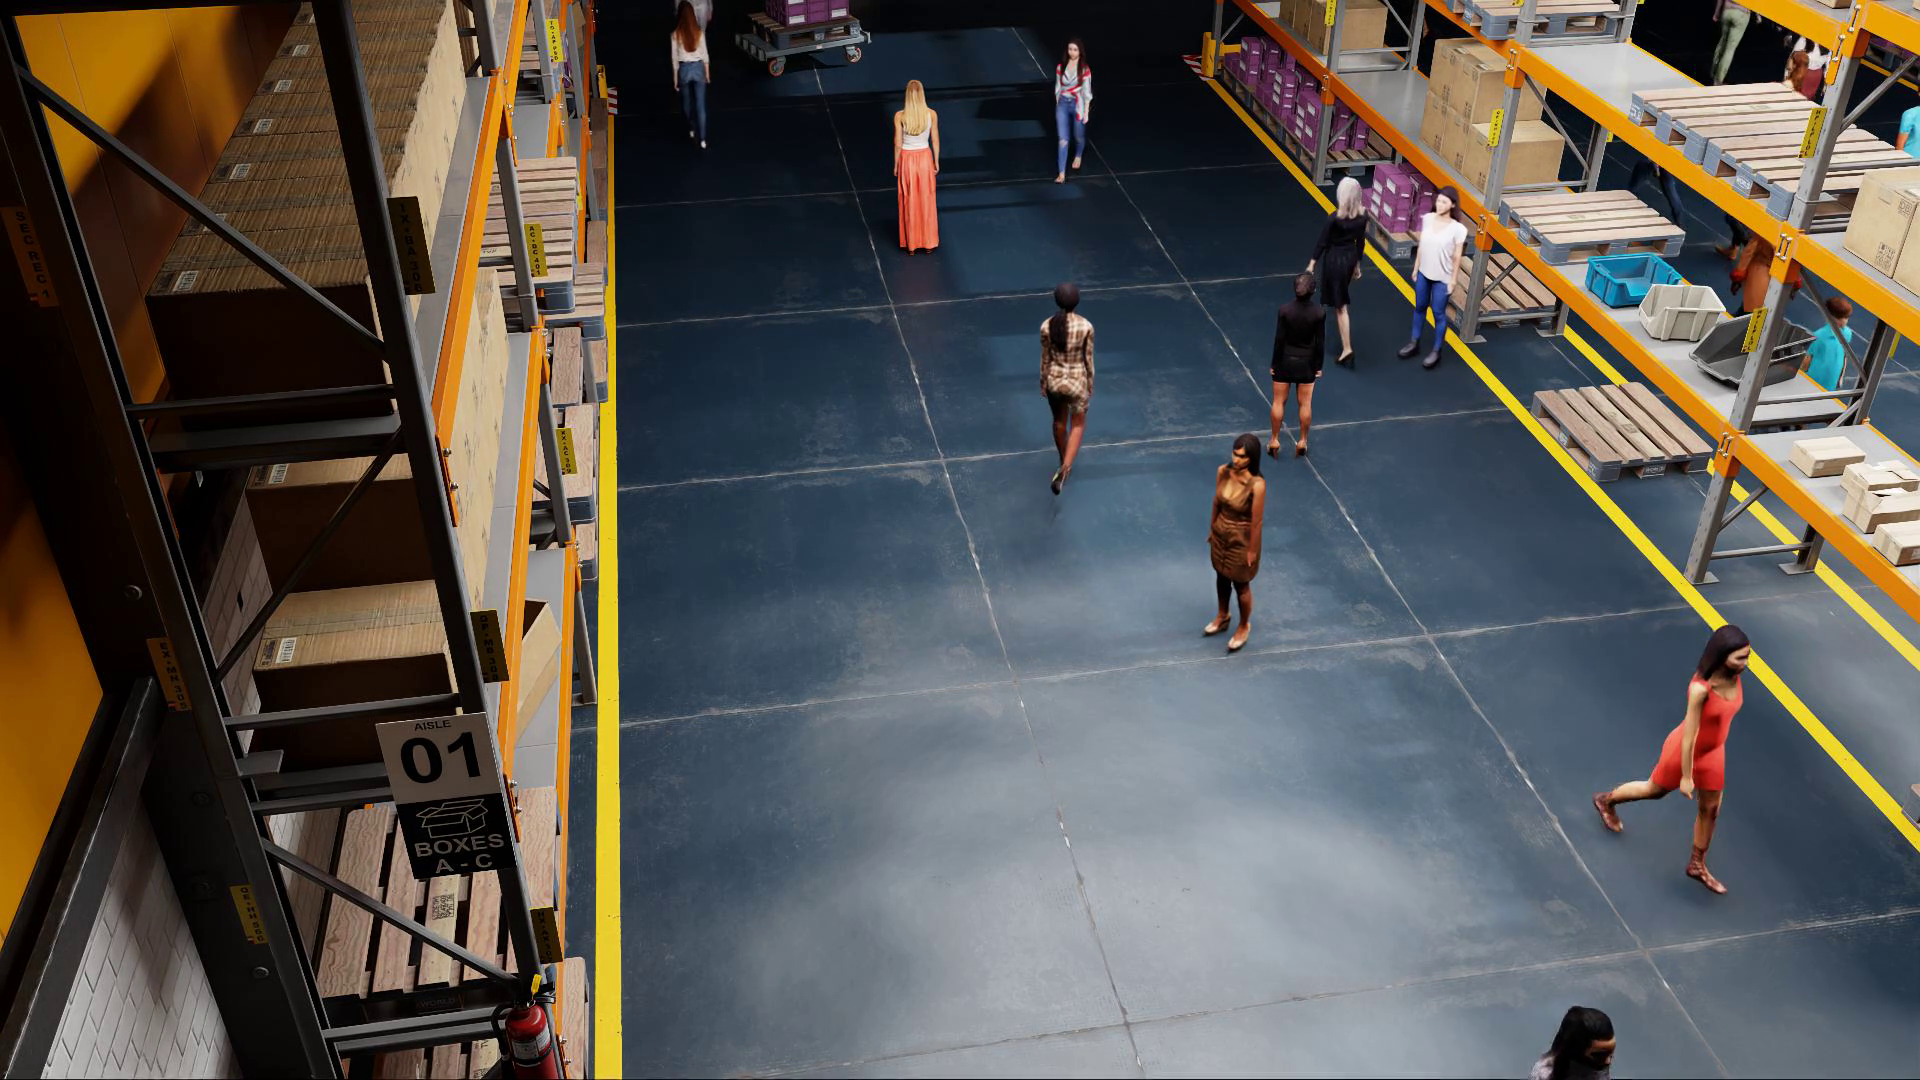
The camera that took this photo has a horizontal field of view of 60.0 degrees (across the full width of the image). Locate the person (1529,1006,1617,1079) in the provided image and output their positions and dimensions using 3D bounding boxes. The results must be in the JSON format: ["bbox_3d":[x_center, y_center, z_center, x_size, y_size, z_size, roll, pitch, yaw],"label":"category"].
[{"bbox_3d":[2.549,2.607,7.372,0.673,1.721,0.671,-11,35,-16],"label":"person"}]

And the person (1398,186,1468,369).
[{"bbox_3d":[4.260,-2.355,14.876,0.747,1.679,0.628,-24,40,-31],"label":"person"}]

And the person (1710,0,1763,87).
[{"bbox_3d":[9.829,-6.637,21.164,0.941,1.849,0.889,-24,41,-32],"label":"person"}]

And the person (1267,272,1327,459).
[{"bbox_3d":[2.720,-1.408,13.487,0.651,1.640,0.688,4,34,6],"label":"person"}]

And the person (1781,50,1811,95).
[{"bbox_3d":[9.051,-4.502,18.201,1.138,1.574,1.040,24,40,31],"label":"person"}]

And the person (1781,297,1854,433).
[{"bbox_3d":[6.976,-1.336,13.565,0.554,1.433,0.827,-7,34,-11],"label":"person"}]

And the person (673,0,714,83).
[{"bbox_3d":[-3.379,-6.764,21.450,0.760,1.744,0.993,-16,37,-23],"label":"person"}]

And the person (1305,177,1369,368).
[{"bbox_3d":[3.432,-2.350,14.836,0.822,1.714,1.134,-18,38,-25],"label":"person"}]

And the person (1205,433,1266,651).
[{"bbox_3d":[1.882,0.003,11.325,0.704,1.683,0.600,-24,40,-31],"label":"person"}]

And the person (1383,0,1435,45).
[{"bbox_3d":[6.134,-7.573,22.606,0.854,1.813,1.173,2,34,3],"label":"person"}]

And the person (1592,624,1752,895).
[{"bbox_3d":[4.115,1.188,9.542,0.917,1.684,1.200,-21,39,-28],"label":"person"}]

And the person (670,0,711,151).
[{"bbox_3d":[-3.120,-5.377,19.410,0.582,1.692,1.121,-5,34,-8],"label":"person"}]

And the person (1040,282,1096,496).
[{"bbox_3d":[0.834,-1.144,12.969,0.822,1.773,1.048,6,34,10],"label":"person"}]

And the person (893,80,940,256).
[{"bbox_3d":[-0.450,-3.786,16.918,0.625,1.802,0.567,-5,34,-7],"label":"person"}]

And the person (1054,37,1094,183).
[{"bbox_3d":[1.294,-4.870,18.758,0.949,1.569,1.173,10,35,15],"label":"person"}]
